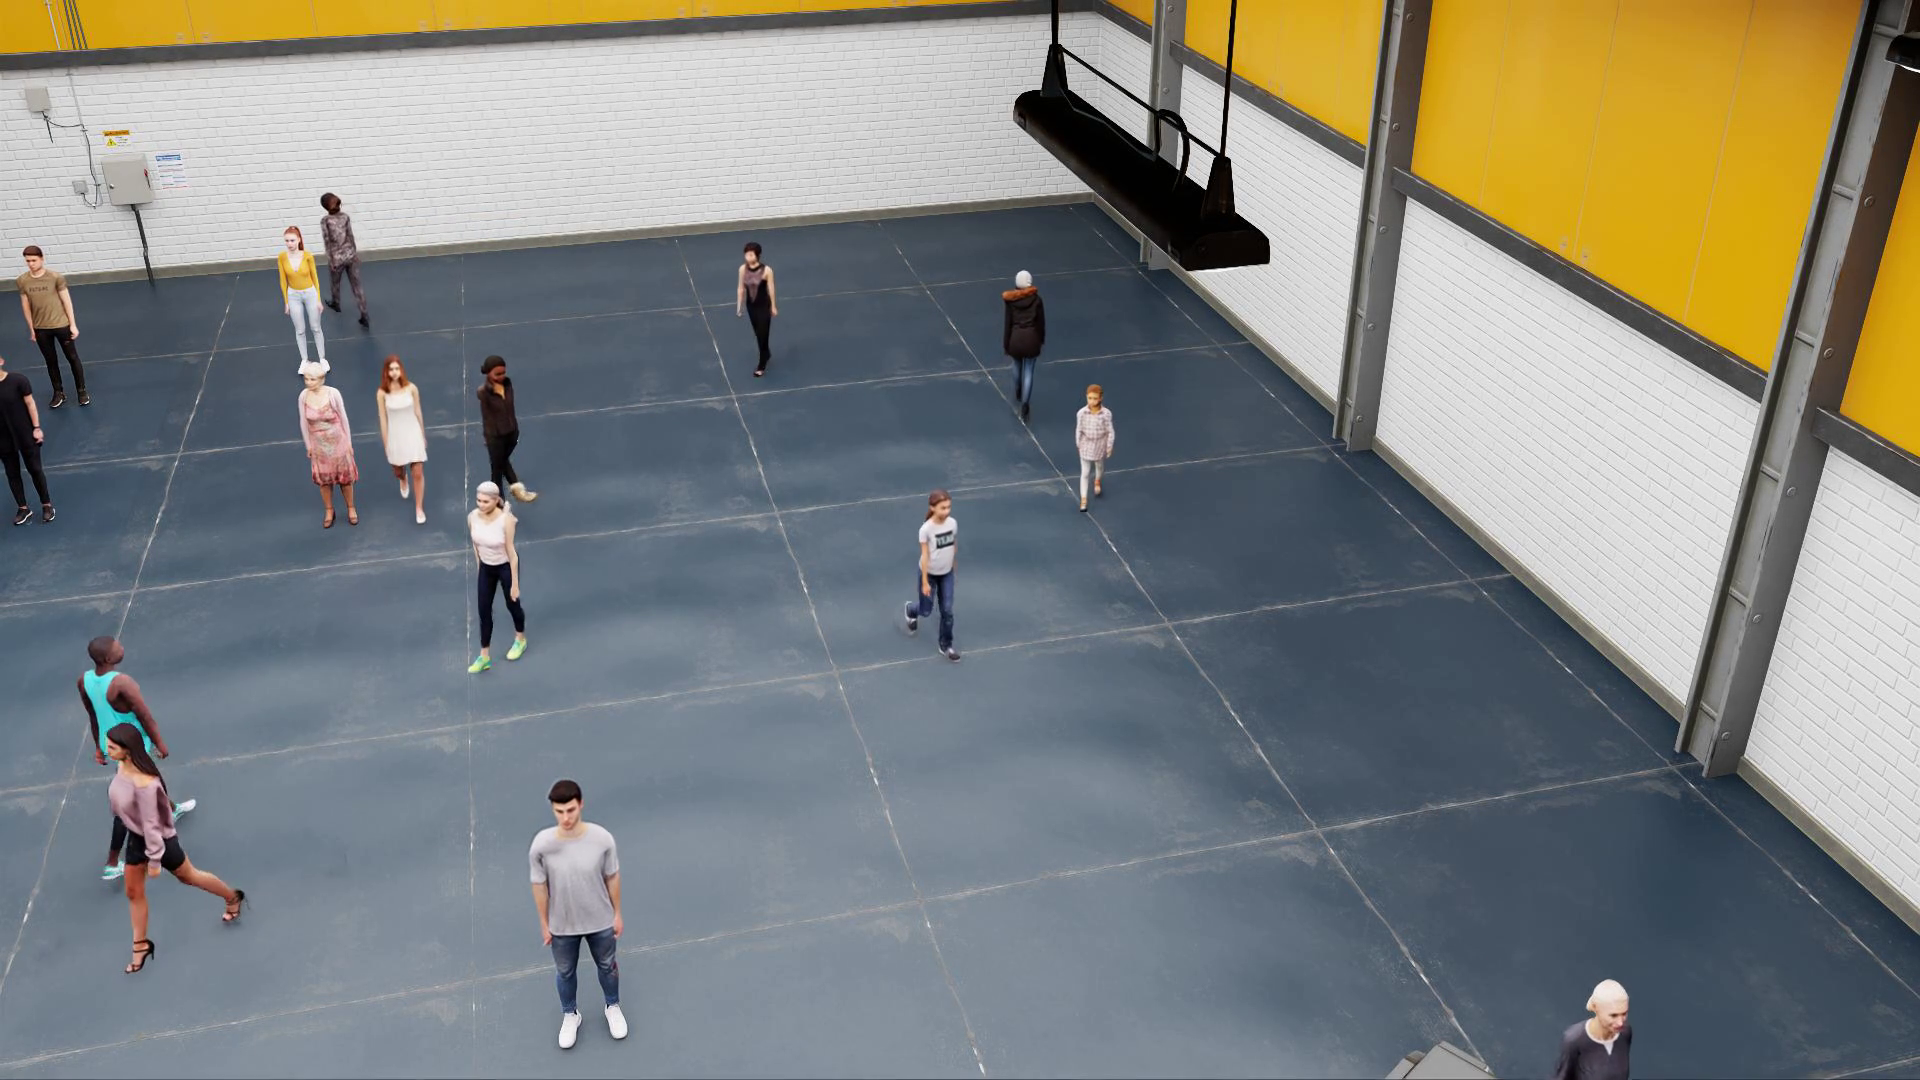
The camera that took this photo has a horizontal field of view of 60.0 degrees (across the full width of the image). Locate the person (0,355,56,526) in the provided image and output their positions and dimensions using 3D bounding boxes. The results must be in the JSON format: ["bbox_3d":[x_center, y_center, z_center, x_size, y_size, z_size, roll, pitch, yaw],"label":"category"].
[{"bbox_3d":[-9.154,-1.050,16.082,0.672,1.863,0.567,-6,29,-11],"label":"person"}]

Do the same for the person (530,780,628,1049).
[{"bbox_3d":[-2.285,2.238,10.026,0.666,1.890,0.552,-6,29,-11],"label":"person"}]

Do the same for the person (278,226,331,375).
[{"bbox_3d":[-7.665,-2.805,19.416,0.567,1.751,0.540,-6,29,-11],"label":"person"}]

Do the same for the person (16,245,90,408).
[{"bbox_3d":[-10.128,-2.398,18.565,0.650,1.851,0.555,-6,29,-11],"label":"person"}]

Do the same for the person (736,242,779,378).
[{"bbox_3d":[-2.318,-2.746,19.493,0.878,1.575,0.985,10,30,17],"label":"person"}]

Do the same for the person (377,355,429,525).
[{"bbox_3d":[-5.419,-1.028,16.213,0.597,1.699,0.906,-10,30,-17],"label":"person"}]

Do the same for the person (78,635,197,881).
[{"bbox_3d":[-5.824,1.520,11.479,1.067,1.760,1.269,8,30,15],"label":"person"}]

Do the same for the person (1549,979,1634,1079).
[{"bbox_3d":[3.273,2.970,8.876,0.607,1.706,0.965,-8,30,-14],"label":"person"}]

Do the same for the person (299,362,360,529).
[{"bbox_3d":[-6.098,-0.938,16.053,0.577,1.694,0.567,-6,29,-11],"label":"person"}]

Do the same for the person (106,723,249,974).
[{"bbox_3d":[-5.085,1.927,10.720,1.116,1.772,1.063,24,37,37],"label":"person"}]

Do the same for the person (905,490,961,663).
[{"bbox_3d":[-0.240,0.255,14.020,0.700,1.547,0.971,-17,33,-28],"label":"person"}]

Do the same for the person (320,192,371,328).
[{"bbox_3d":[-7.624,-3.438,20.669,0.994,1.663,1.218,-25,37,-38],"label":"person"}]

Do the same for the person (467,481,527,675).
[{"bbox_3d":[-3.805,0.232,13.913,0.902,1.690,1.014,9,30,17],"label":"person"}]

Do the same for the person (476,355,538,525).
[{"bbox_3d":[-4.382,-0.981,16.169,0.880,1.659,0.809,-10,30,-18],"label":"person"}]

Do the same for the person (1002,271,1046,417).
[{"bbox_3d":[0.718,-2.146,18.365,0.879,1.601,1.115,3,29,5],"label":"person"}]

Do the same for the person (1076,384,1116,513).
[{"bbox_3d":[1.352,-0.964,16.545,0.774,1.269,1.021,4,29,7],"label":"person"}]
